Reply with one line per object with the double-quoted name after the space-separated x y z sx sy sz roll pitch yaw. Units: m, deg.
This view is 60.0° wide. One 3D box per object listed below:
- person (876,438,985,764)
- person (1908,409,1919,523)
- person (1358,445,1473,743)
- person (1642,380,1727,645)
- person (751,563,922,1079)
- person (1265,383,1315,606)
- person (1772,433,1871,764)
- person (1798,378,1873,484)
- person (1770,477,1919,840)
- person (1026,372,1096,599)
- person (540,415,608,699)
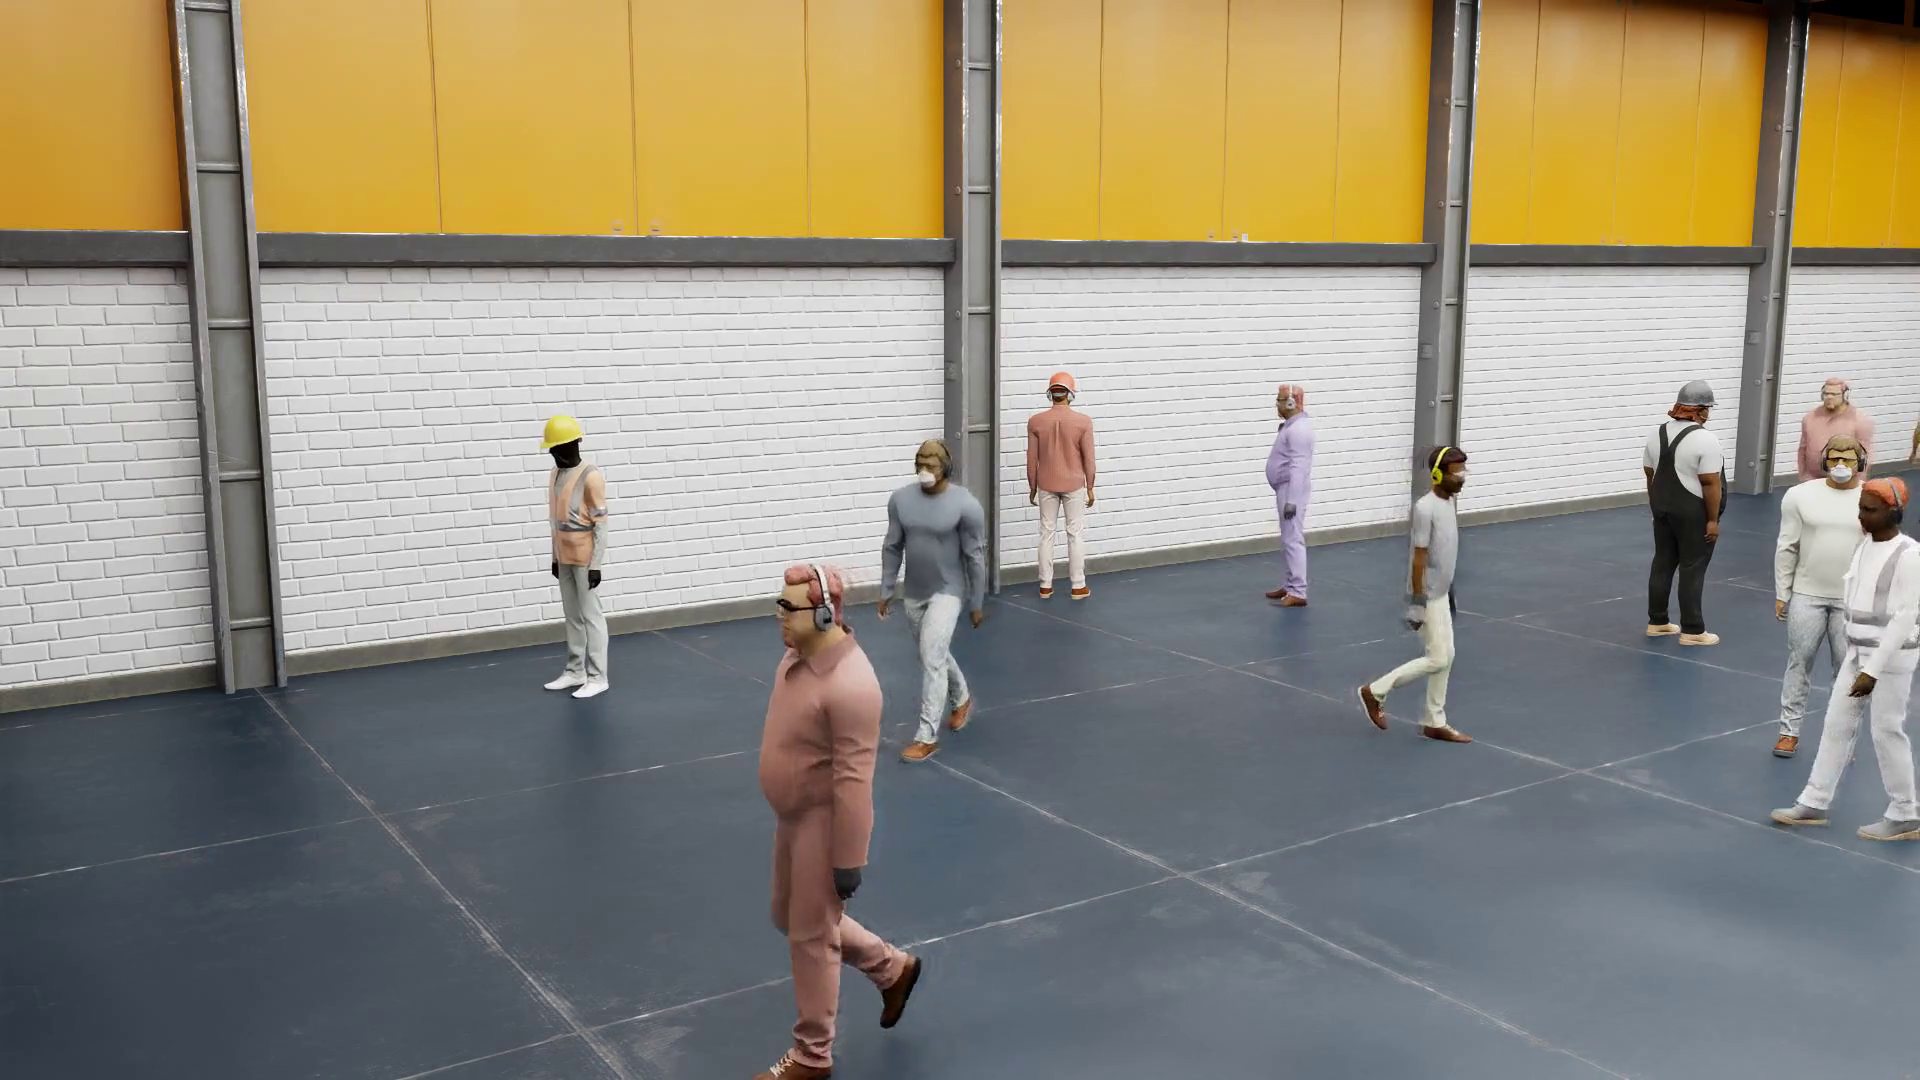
-0.115 0.317 10.043 0.635 1.906 0.961 6 11 33 "person"
10.438 -0.912 17.754 0.510 1.793 0.960 2 10 9 "person"
2.824 0.331 10.132 0.582 1.847 0.539 5 11 30 "person"
5.638 -0.221 12.841 0.539 2.000 0.689 -4 10 -20 "person"
-0.454 1.001 5.926 0.626 1.889 0.660 -4 10 -21 "person"
2.816 -0.388 14.254 0.403 1.907 0.651 2 10 9 "person"
5.114 0.341 9.763 0.629 1.940 0.373 5 11 27 "person"
7.978 -0.542 15.240 0.482 1.889 0.661 -8 13 -41 "person"
4.597 0.610 8.409 0.563 1.874 0.576 0 9 -3 "person"
0.887 -0.471 14.509 0.611 1.985 0.393 2 10 15 "person"
-2.600 0.111 11.217 0.399 1.914 0.589 -9 13 -43 "person"
